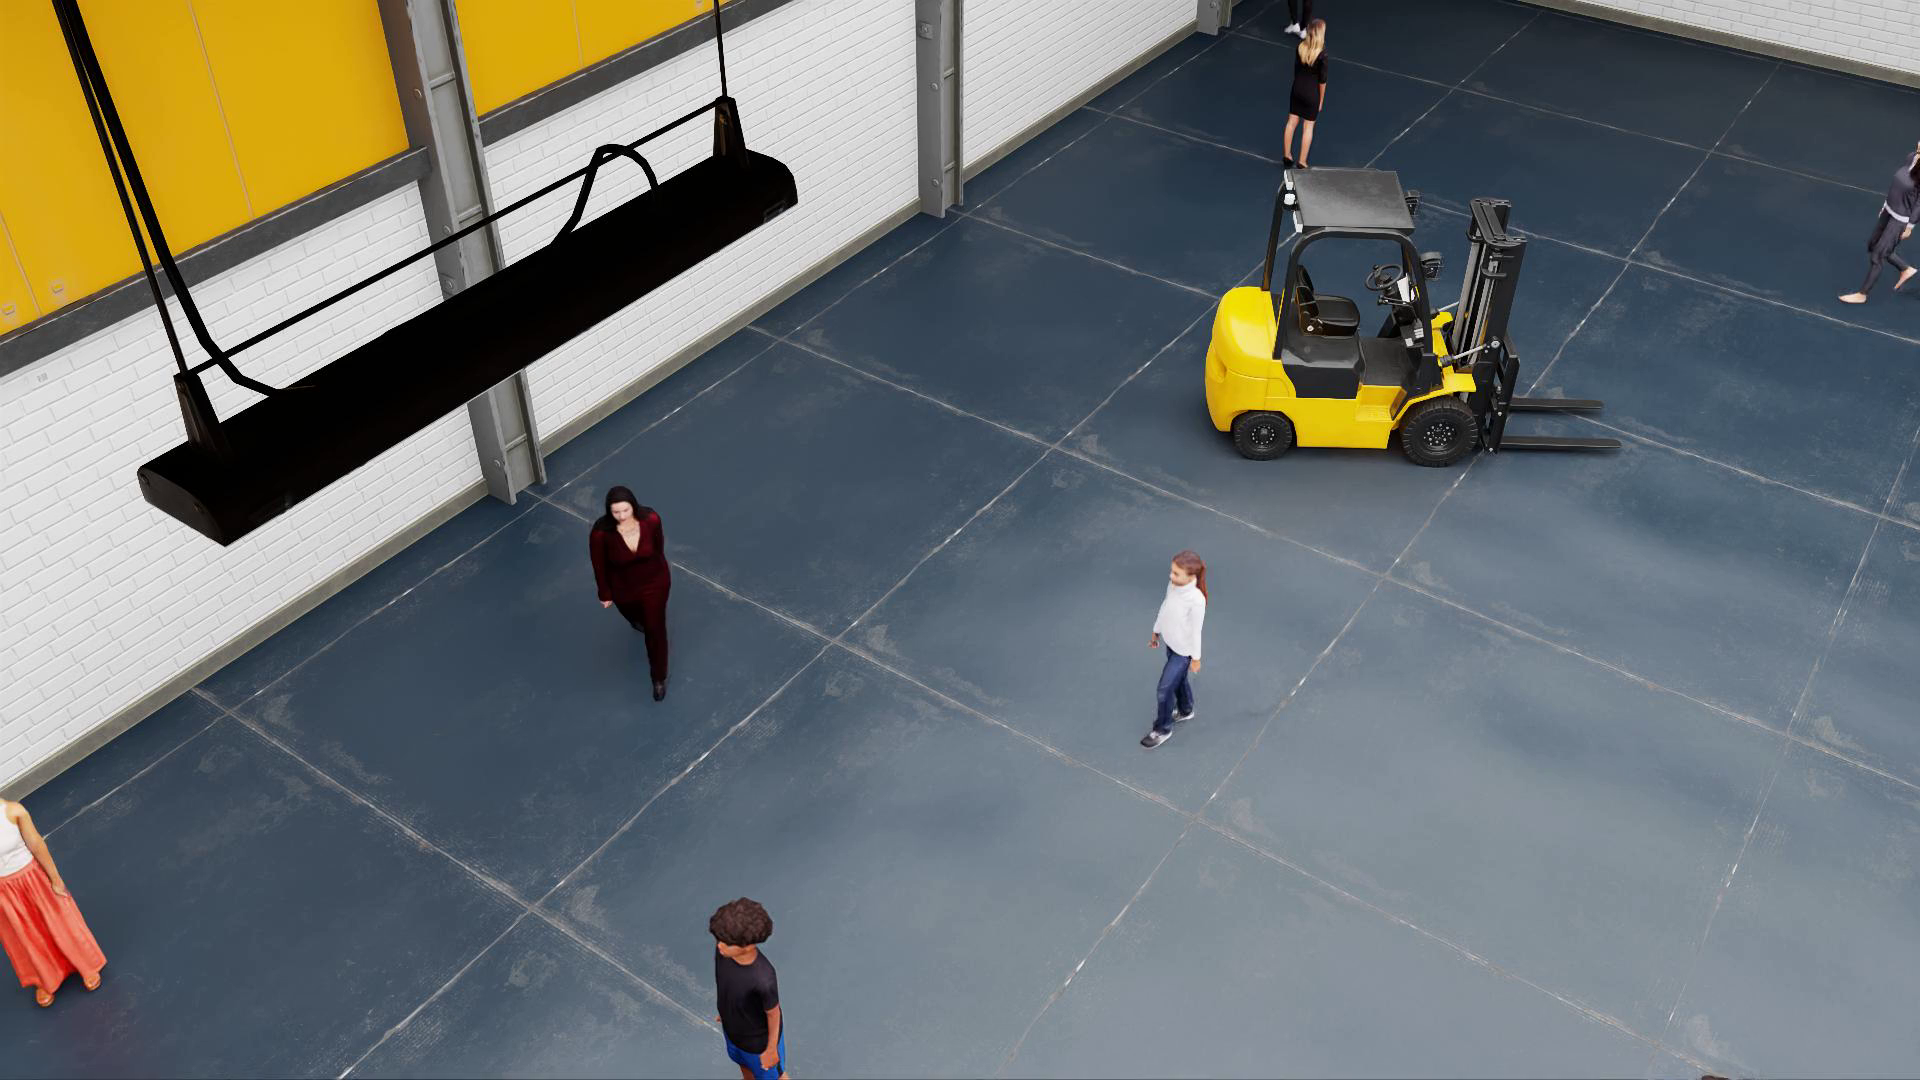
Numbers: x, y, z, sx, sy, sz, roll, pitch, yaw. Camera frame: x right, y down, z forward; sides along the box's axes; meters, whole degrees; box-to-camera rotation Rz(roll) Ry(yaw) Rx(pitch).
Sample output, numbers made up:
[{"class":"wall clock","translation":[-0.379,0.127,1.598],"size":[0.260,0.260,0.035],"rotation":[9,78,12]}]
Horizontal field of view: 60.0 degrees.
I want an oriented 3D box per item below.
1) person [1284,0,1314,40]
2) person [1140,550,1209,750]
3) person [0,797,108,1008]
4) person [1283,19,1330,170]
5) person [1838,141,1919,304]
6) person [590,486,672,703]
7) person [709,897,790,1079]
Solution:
[{"class":"person","translation":[4.321,-7.043,20.517],"size":[0.717,1.764,0.789],"rotation":[-9,40,-11]},{"class":"person","translation":[1.534,0.675,11.033],"size":[0.832,1.539,0.730],"rotation":[-16,41,-20]},{"class":"person","translation":[-5.256,1.912,9.276],"size":[0.680,1.799,0.781],"rotation":[-17,42,-20]},{"class":"person","translation":[3.669,-4.718,17.678],"size":[0.564,1.674,0.518],"rotation":[30,47,32]},{"class":"person","translation":[8.799,-3.012,15.477],"size":[0.994,1.755,0.988],"rotation":[-1,39,-2]},{"class":"person","translation":[-2.252,0.221,11.483],"size":[1.194,1.686,1.186],"rotation":[-12,40,-15]},{"class":"person","translation":[-1.071,2.479,8.566],"size":[0.636,1.798,0.659],"rotation":[-30,48,-32]}]
